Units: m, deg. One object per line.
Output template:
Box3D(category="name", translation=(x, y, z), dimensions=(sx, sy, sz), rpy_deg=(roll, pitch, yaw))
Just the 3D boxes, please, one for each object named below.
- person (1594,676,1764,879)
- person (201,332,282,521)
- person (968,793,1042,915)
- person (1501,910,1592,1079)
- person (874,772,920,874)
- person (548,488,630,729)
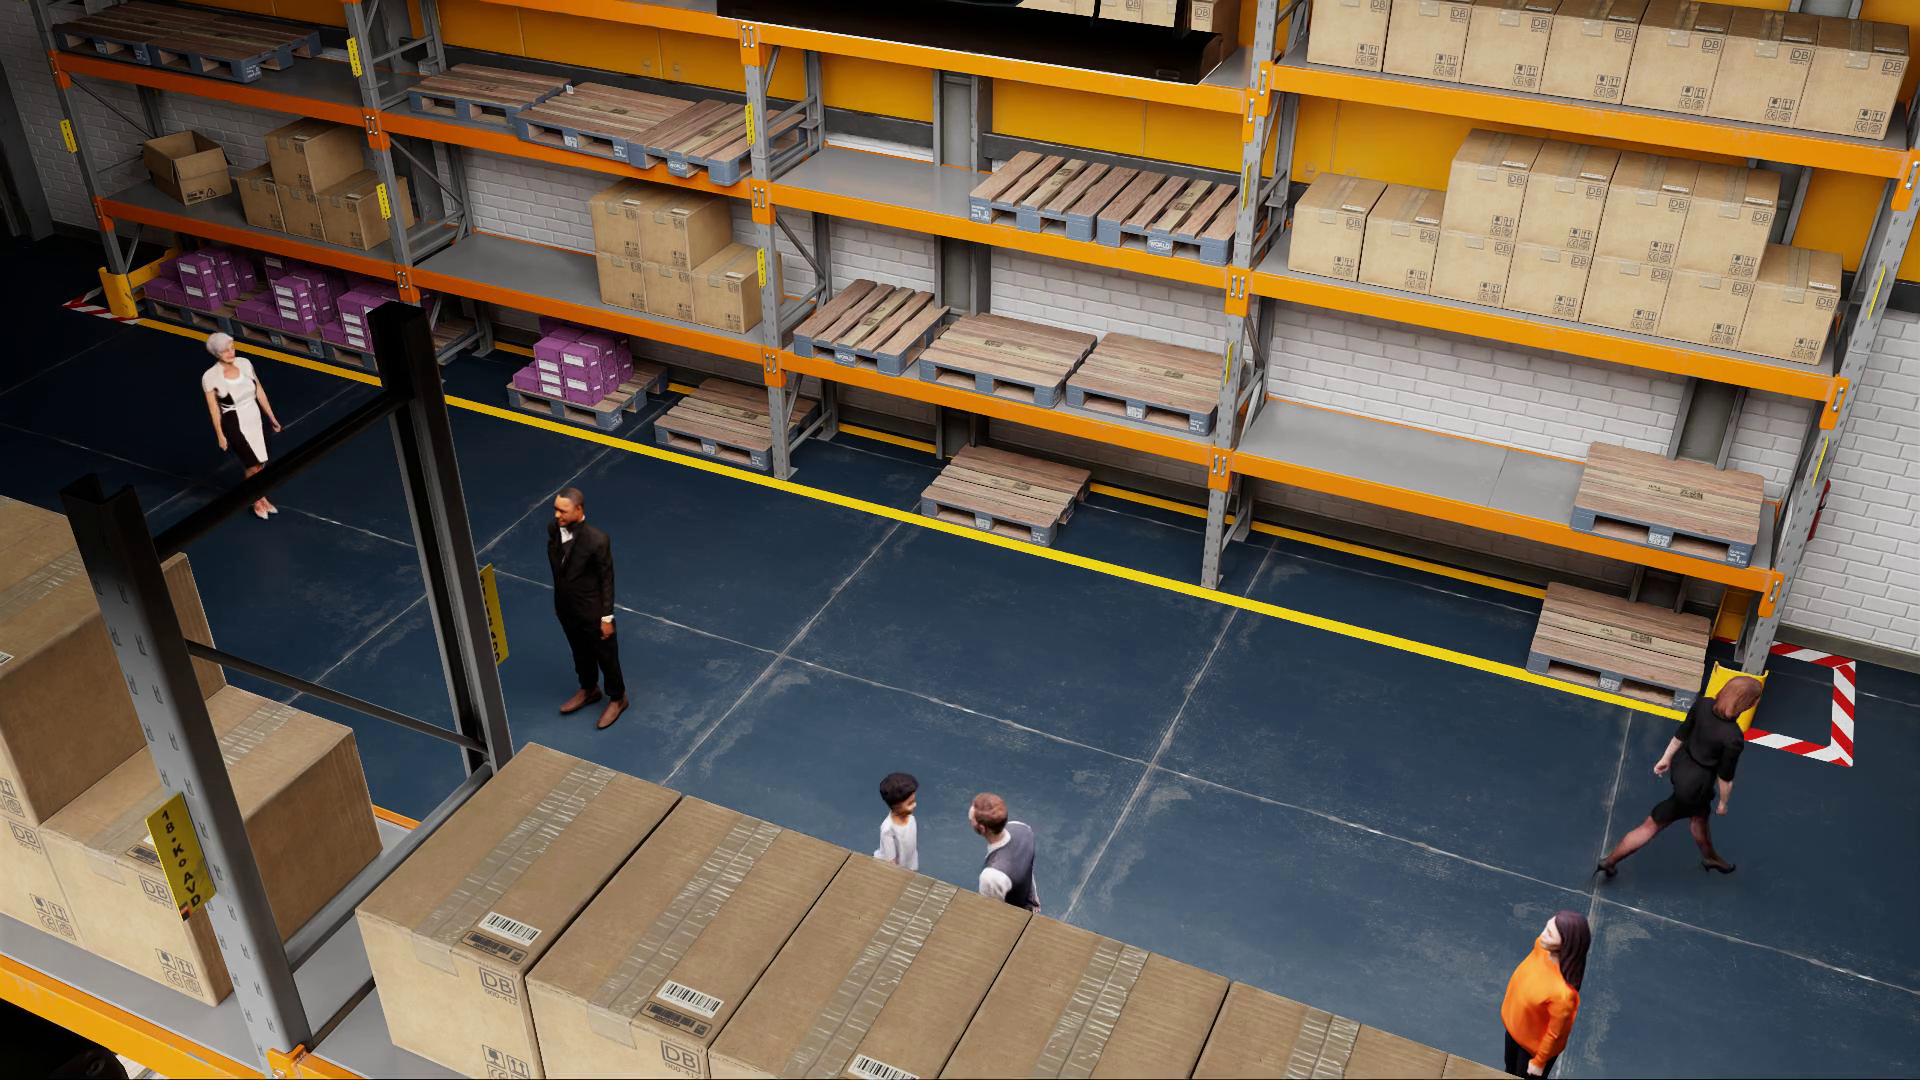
Box3D(category="person", translation=(4.416, 1.537, 10.304), dimensions=(1.216, 1.623, 0.980), rpy_deg=(-5, 34, -8))
Box3D(category="person", translation=(-6.068, -0.969, 13.969), dimensions=(0.697, 1.741, 0.648), rpy_deg=(17, 37, 24))
Box3D(category="person", translation=(0.380, 2.175, 9.116), dimensions=(1.317, 1.876, 0.865), rpy_deg=(10, 35, 14))
Box3D(category="person", translation=(2.991, 2.565, 8.645), dimensions=(0.693, 1.749, 0.698), rpy_deg=(0, 34, 0))
Box3D(category="person", translation=(-0.448, 1.915, 10.105), dimensions=(0.934, 1.216, 0.599), rpy_deg=(21, 39, 29))
Box3D(category="person", translation=(-2.630, 0.447, 11.691), dimensions=(0.591, 1.904, 0.788), rpy_deg=(20, 38, 27))
